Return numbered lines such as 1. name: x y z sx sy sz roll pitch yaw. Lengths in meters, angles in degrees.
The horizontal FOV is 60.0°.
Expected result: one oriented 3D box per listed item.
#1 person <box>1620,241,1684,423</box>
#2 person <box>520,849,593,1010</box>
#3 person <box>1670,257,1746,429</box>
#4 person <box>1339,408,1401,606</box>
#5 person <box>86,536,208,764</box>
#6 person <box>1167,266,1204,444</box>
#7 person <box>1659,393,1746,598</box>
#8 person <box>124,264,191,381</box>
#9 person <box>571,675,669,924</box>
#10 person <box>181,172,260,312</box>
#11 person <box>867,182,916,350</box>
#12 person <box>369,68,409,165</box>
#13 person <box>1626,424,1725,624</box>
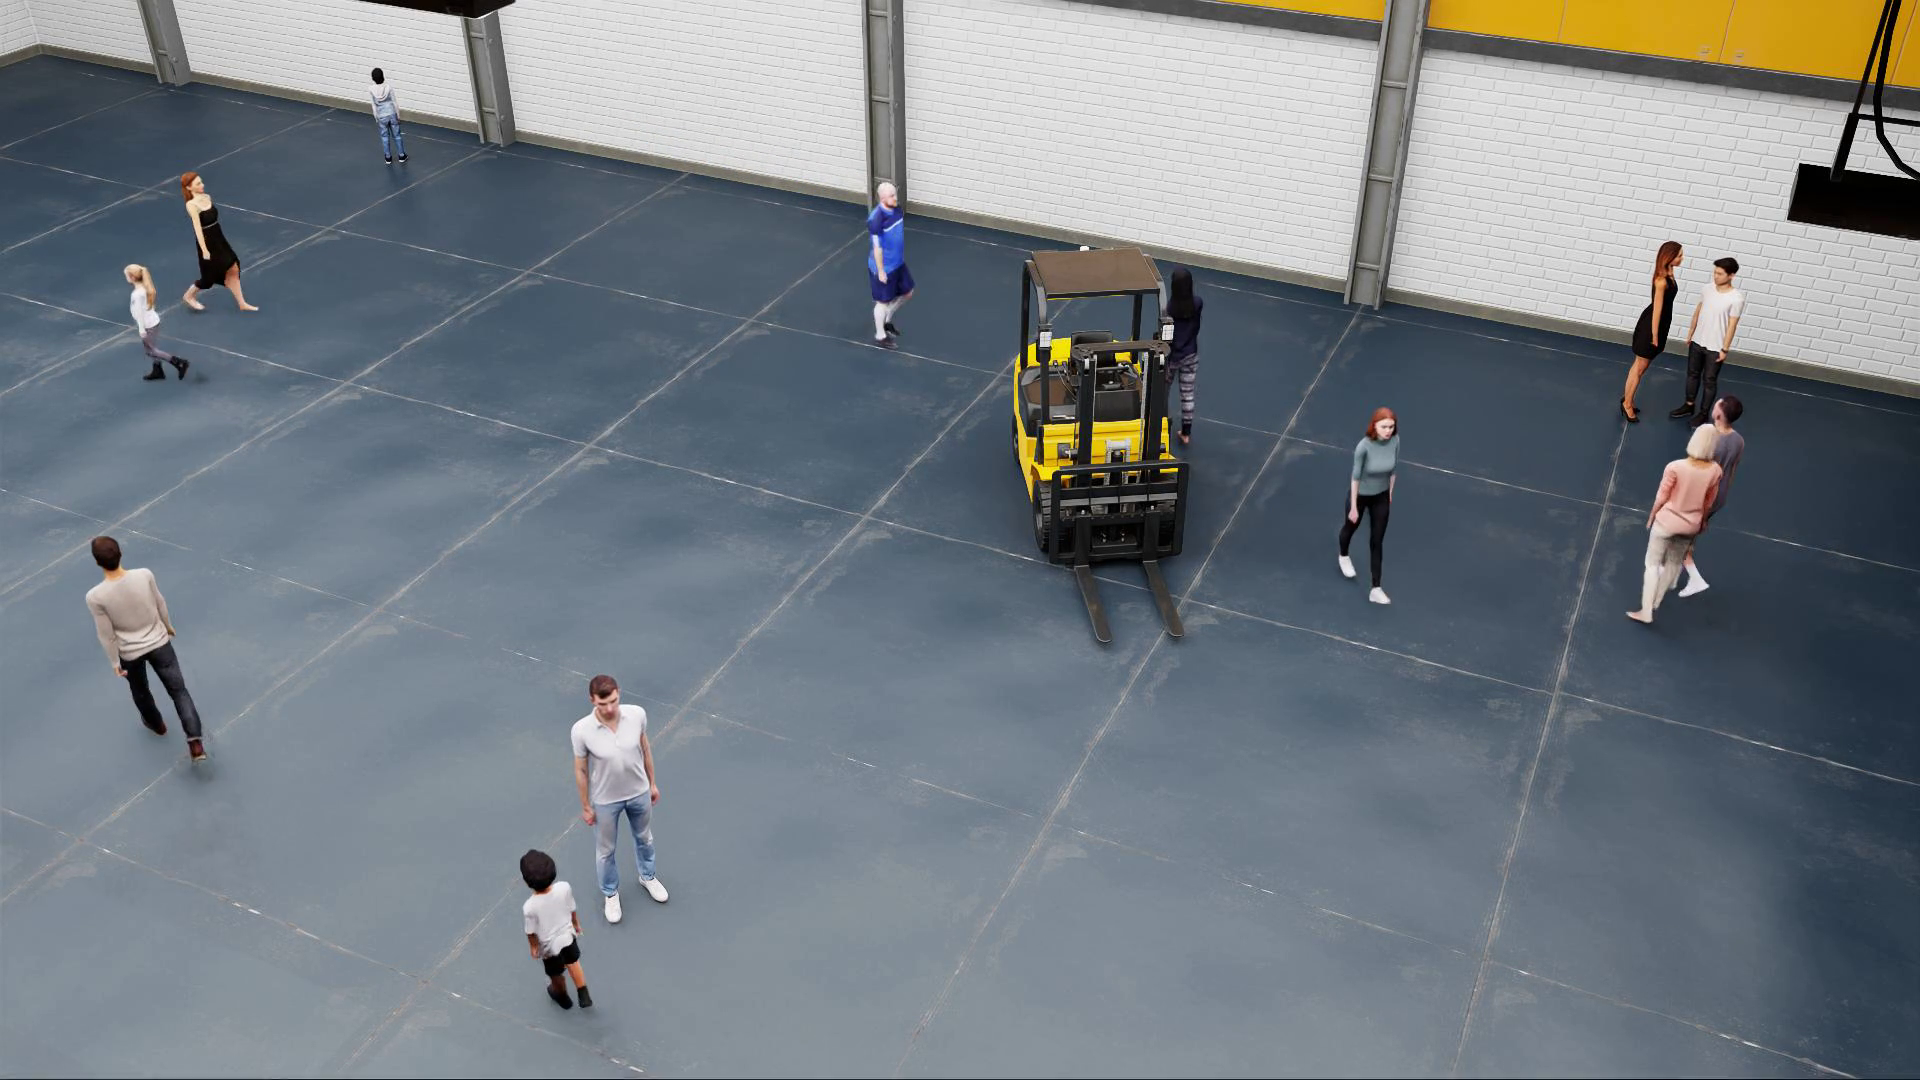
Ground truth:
1. person: 6.641 -2.002 15.973 0.507 1.835 0.572 15 36 21
2. person: -2.384 2.375 9.916 0.621 1.251 0.716 -27 42 -34
3. person: 7.216 -1.916 15.952 0.772 1.715 0.687 -15 37 -22
4. person: 3.310 -0.367 13.630 1.089 1.705 1.088 -8 34 -12
5. person: -5.724 0.803 11.753 1.010 1.835 1.282 -24 40 -31
6. person: 2.103 -1.706 15.670 1.110 1.677 1.104 -7 34 -10
7. person: 6.020 -0.308 13.428 0.931 1.835 1.013 -14 36 -20
8. person: -8.113 -2.171 16.737 0.819 1.271 0.721 -6 34 -9
9. person: -2.160 1.597 10.543 0.731 1.851 0.740 -18 38 -25
10. person: -8.178 -3.187 17.970 1.097 1.598 0.782 4 34 6
11. person: -0.819 -2.871 17.289 0.684 1.827 0.705 18 37 24
12. person: -7.558 -5.597 21.900 0.559 1.261 0.628 -7 34 -11
13. person: 5.725 -0.137 13.272 0.814 1.720 0.887 -6 34 -9
